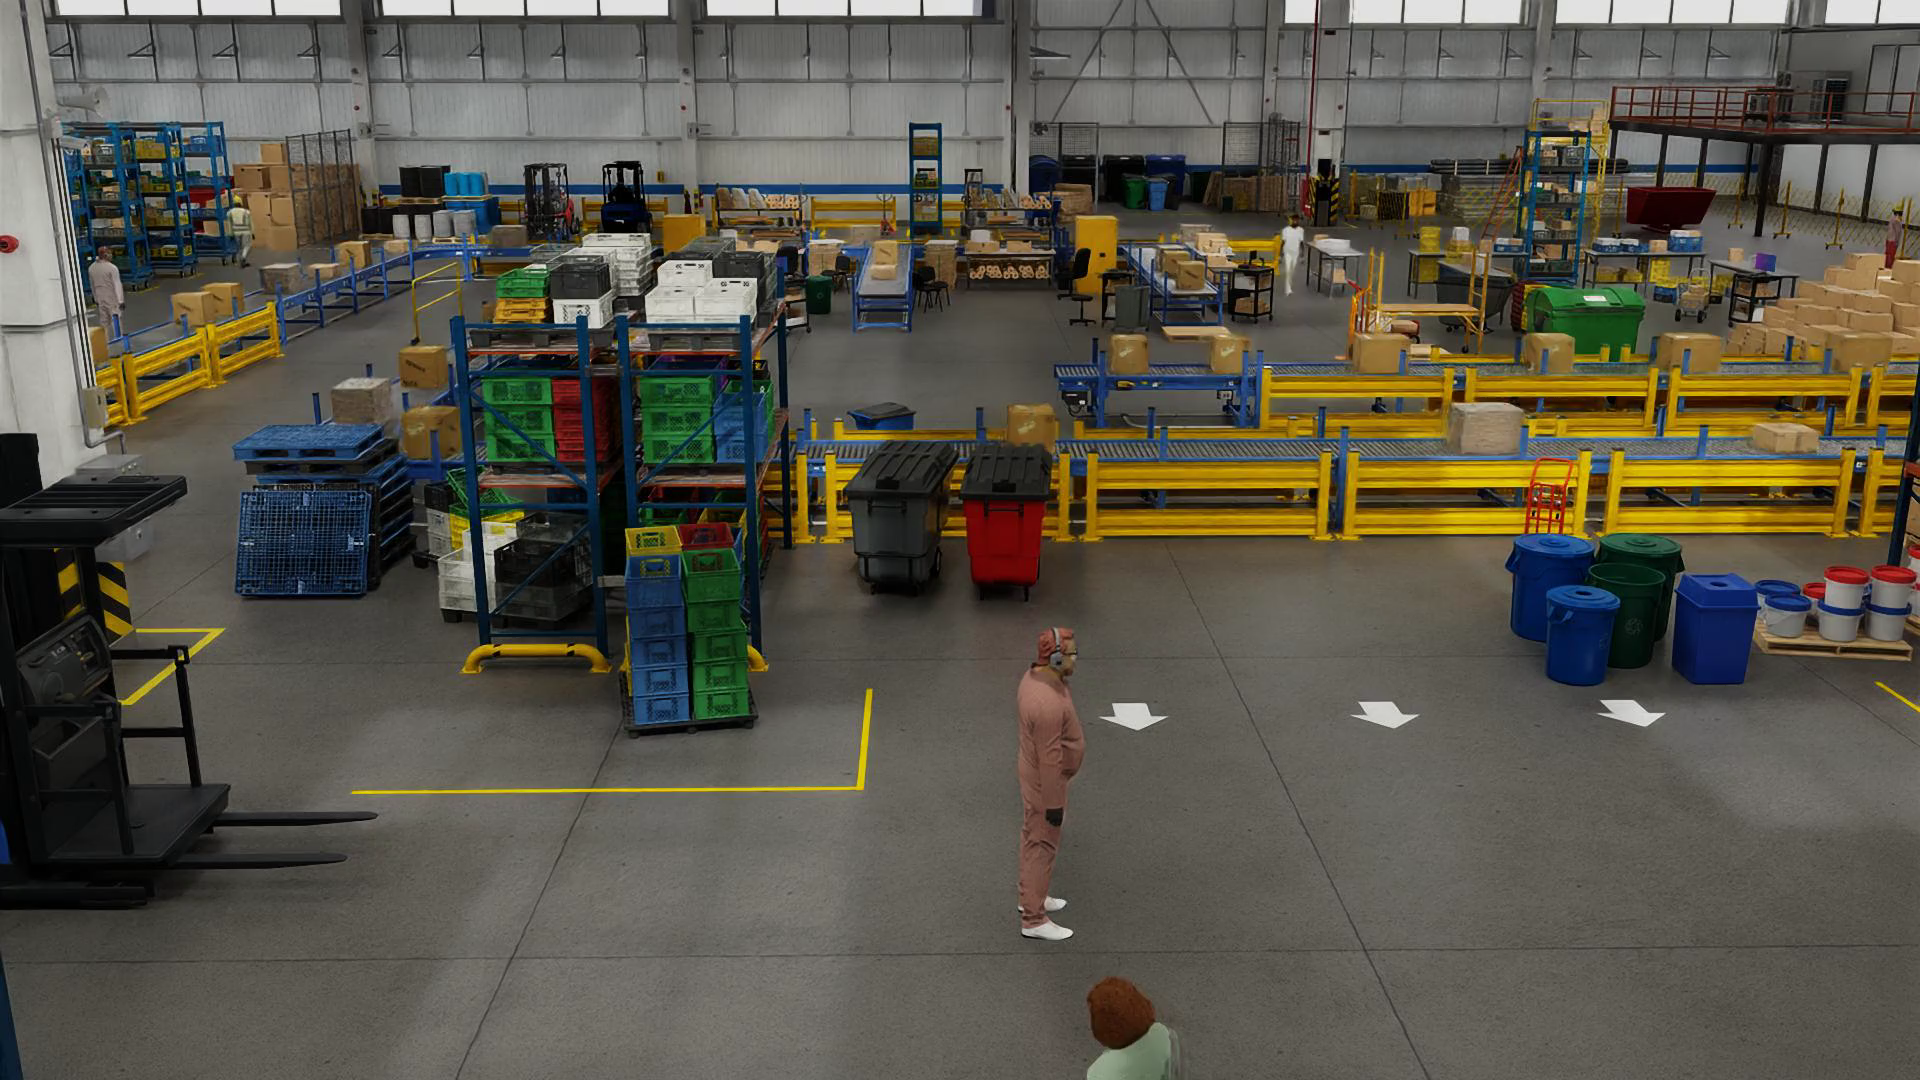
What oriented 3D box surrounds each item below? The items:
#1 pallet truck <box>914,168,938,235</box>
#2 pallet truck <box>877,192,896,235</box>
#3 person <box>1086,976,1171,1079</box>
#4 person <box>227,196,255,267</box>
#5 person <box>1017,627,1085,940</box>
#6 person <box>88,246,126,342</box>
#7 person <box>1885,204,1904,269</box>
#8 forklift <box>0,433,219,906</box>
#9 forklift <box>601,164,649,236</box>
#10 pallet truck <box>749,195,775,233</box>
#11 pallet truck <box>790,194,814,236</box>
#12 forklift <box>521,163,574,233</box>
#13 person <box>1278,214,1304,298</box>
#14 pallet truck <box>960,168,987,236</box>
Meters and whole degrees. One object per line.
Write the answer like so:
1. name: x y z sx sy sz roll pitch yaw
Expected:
1. pallet truck: -0.989 -10.316 50.507 0.823 1.965 1.885 1 16 3
2. pallet truck: -2.277 -9.986 50.594 0.653 1.274 1.630 0 16 -1
3. person: 0.699 2.488 6.741 0.515 1.580 0.890 -13 20 -37
4. person: -18.140 -7.767 41.964 0.603 1.813 0.687 0 16 -2
5. person: 0.541 1.429 9.869 0.395 1.900 0.641 -1 16 -4
6. person: -15.186 -4.290 29.732 0.643 1.905 0.400 6 17 20
7. person: 22.466 -7.182 40.020 0.300 1.772 0.532 2 16 6
8. forklift: -5.952 0.780 10.366 1.873 2.768 1.129 0 16 -1
9. forklift: -9.948 -10.127 49.296 1.157 1.987 2.680 -1 16 -3
10. pallet truck: -6.051 -9.967 50.660 0.680 1.201 1.601 0 16 -1
11. pallet truck: -4.814 -9.883 50.259 0.704 1.261 1.522 -1 16 -3
12. forklift: -12.233 -10.122 49.298 1.157 1.987 2.680 0 16 -1
13. person: 7.360 -6.271 36.775 0.547 1.811 0.966 -2 16 -5
14. pallet truck: 0.383 -10.230 50.206 0.823 1.965 1.885 -1 16 -3
